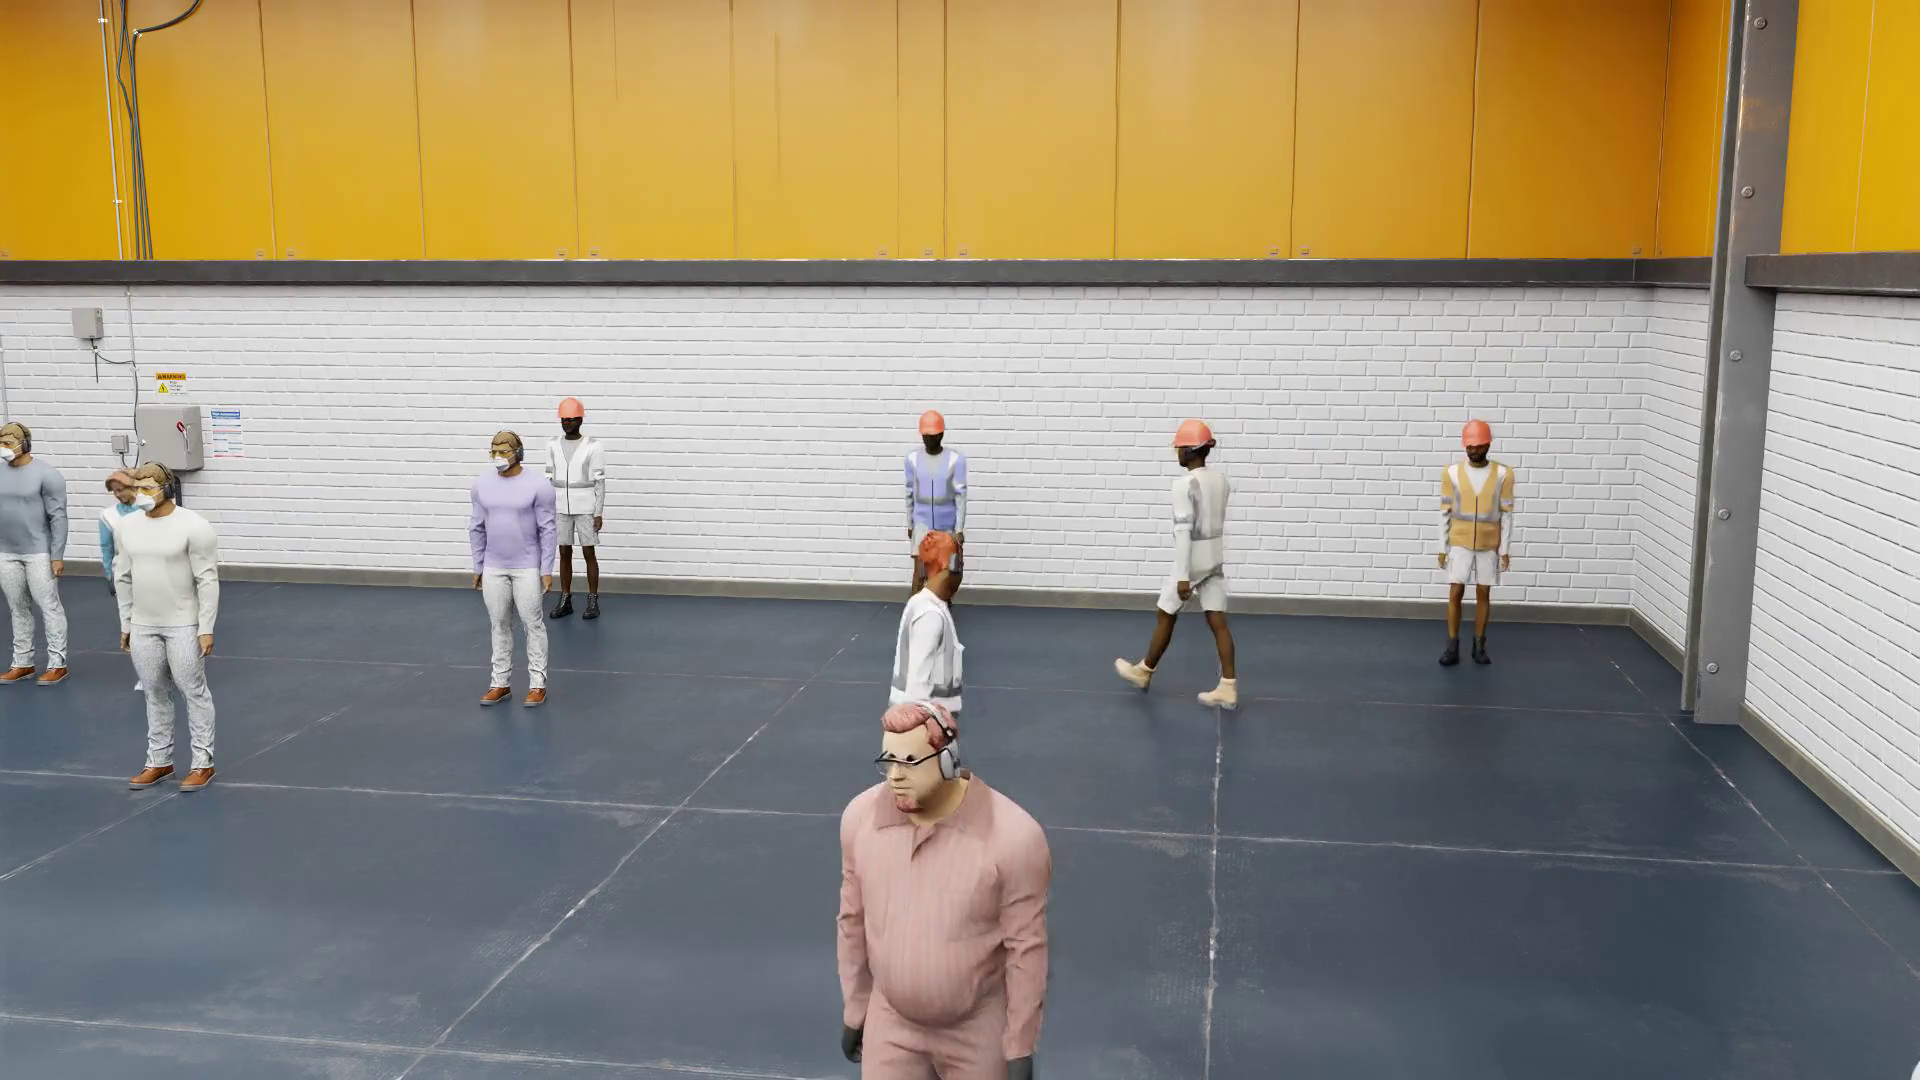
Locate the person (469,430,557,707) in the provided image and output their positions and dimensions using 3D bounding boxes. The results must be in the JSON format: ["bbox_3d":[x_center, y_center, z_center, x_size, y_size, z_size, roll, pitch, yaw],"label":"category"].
[{"bbox_3d":[-3.114,0.198,11.590,0.631,1.939,0.370,1,9,9],"label":"person"}]

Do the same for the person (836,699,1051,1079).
[{"bbox_3d":[-0.058,1.352,4.698,0.649,1.879,0.588,4,10,21],"label":"person"}]

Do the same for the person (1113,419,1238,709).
[{"bbox_3d":[1.572,0.152,11.679,1.040,1.993,0.638,9,13,44],"label":"person"}]

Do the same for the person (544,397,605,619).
[{"bbox_3d":[-3.362,-0.275,14.497,0.547,1.942,0.351,1,9,9],"label":"person"}]

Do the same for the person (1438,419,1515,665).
[{"bbox_3d":[3.949,0.031,12.758,0.547,1.914,0.537,3,10,18],"label":"person"}]

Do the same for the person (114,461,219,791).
[{"bbox_3d":[-4.627,0.503,9.710,0.631,1.939,0.370,1,9,9],"label":"person"}]

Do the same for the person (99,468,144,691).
[{"bbox_3d":[-6.011,0.256,12.254,0.527,1.612,0.687,-3,10,-15],"label":"person"}]

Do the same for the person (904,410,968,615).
[{"bbox_3d":[-0.205,-0.149,13.913,0.549,1.878,0.918,1,9,8],"label":"person"}]

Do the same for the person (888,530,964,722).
[{"bbox_3d":[-0.176,0.907,7.557,0.389,1.838,0.751,0,9,3],"label":"person"}]

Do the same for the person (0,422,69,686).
[{"bbox_3d":[-6.833,0.102,12.181,0.631,1.939,0.370,1,9,9],"label":"person"}]
